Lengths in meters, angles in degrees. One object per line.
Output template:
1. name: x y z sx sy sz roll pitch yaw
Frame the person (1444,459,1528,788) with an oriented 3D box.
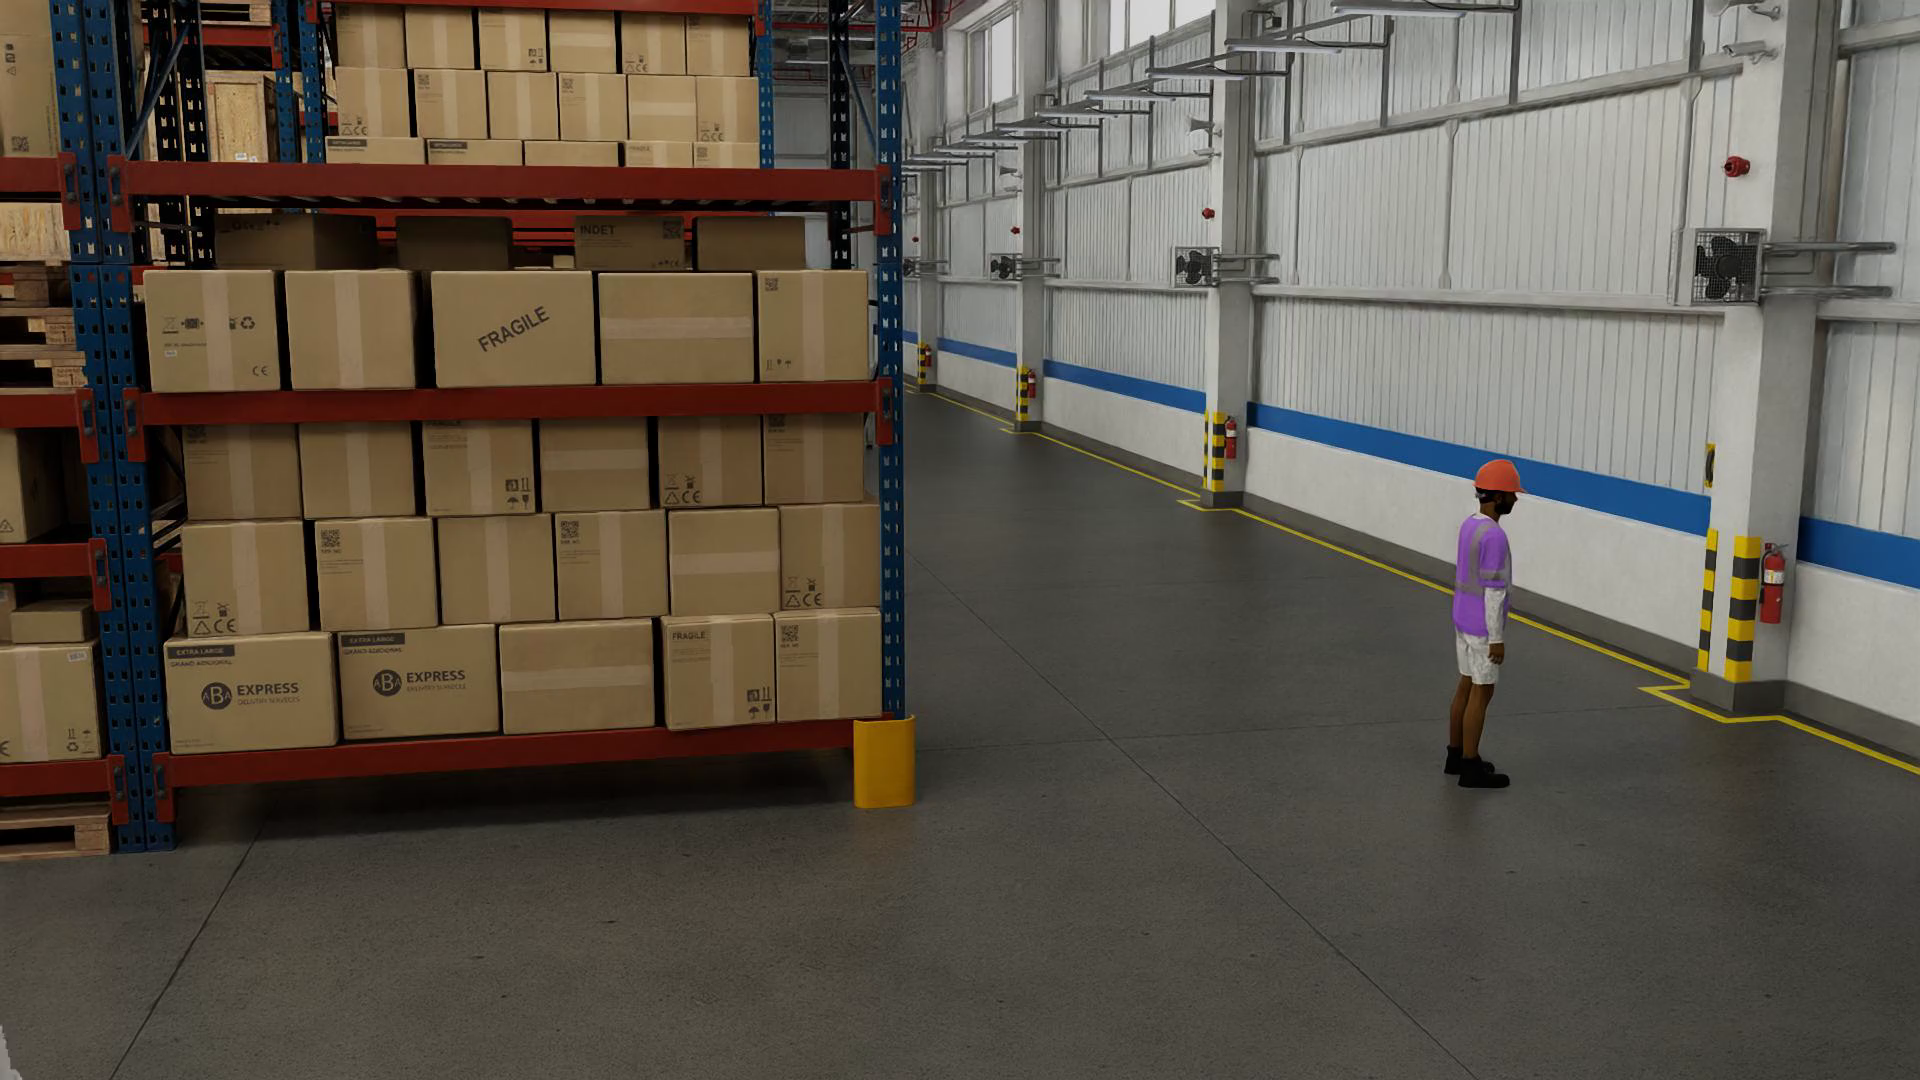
1. person: 3.084 0.489 9.735 0.387 1.930 0.541 0 9 3

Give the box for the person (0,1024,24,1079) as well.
1. person: -2.463 1.510 4.124 0.599 1.710 0.843 5 10 26

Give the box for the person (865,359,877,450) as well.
1. person: -1.669 -2.397 27.591 0.592 1.834 0.404 -3 10 -17
